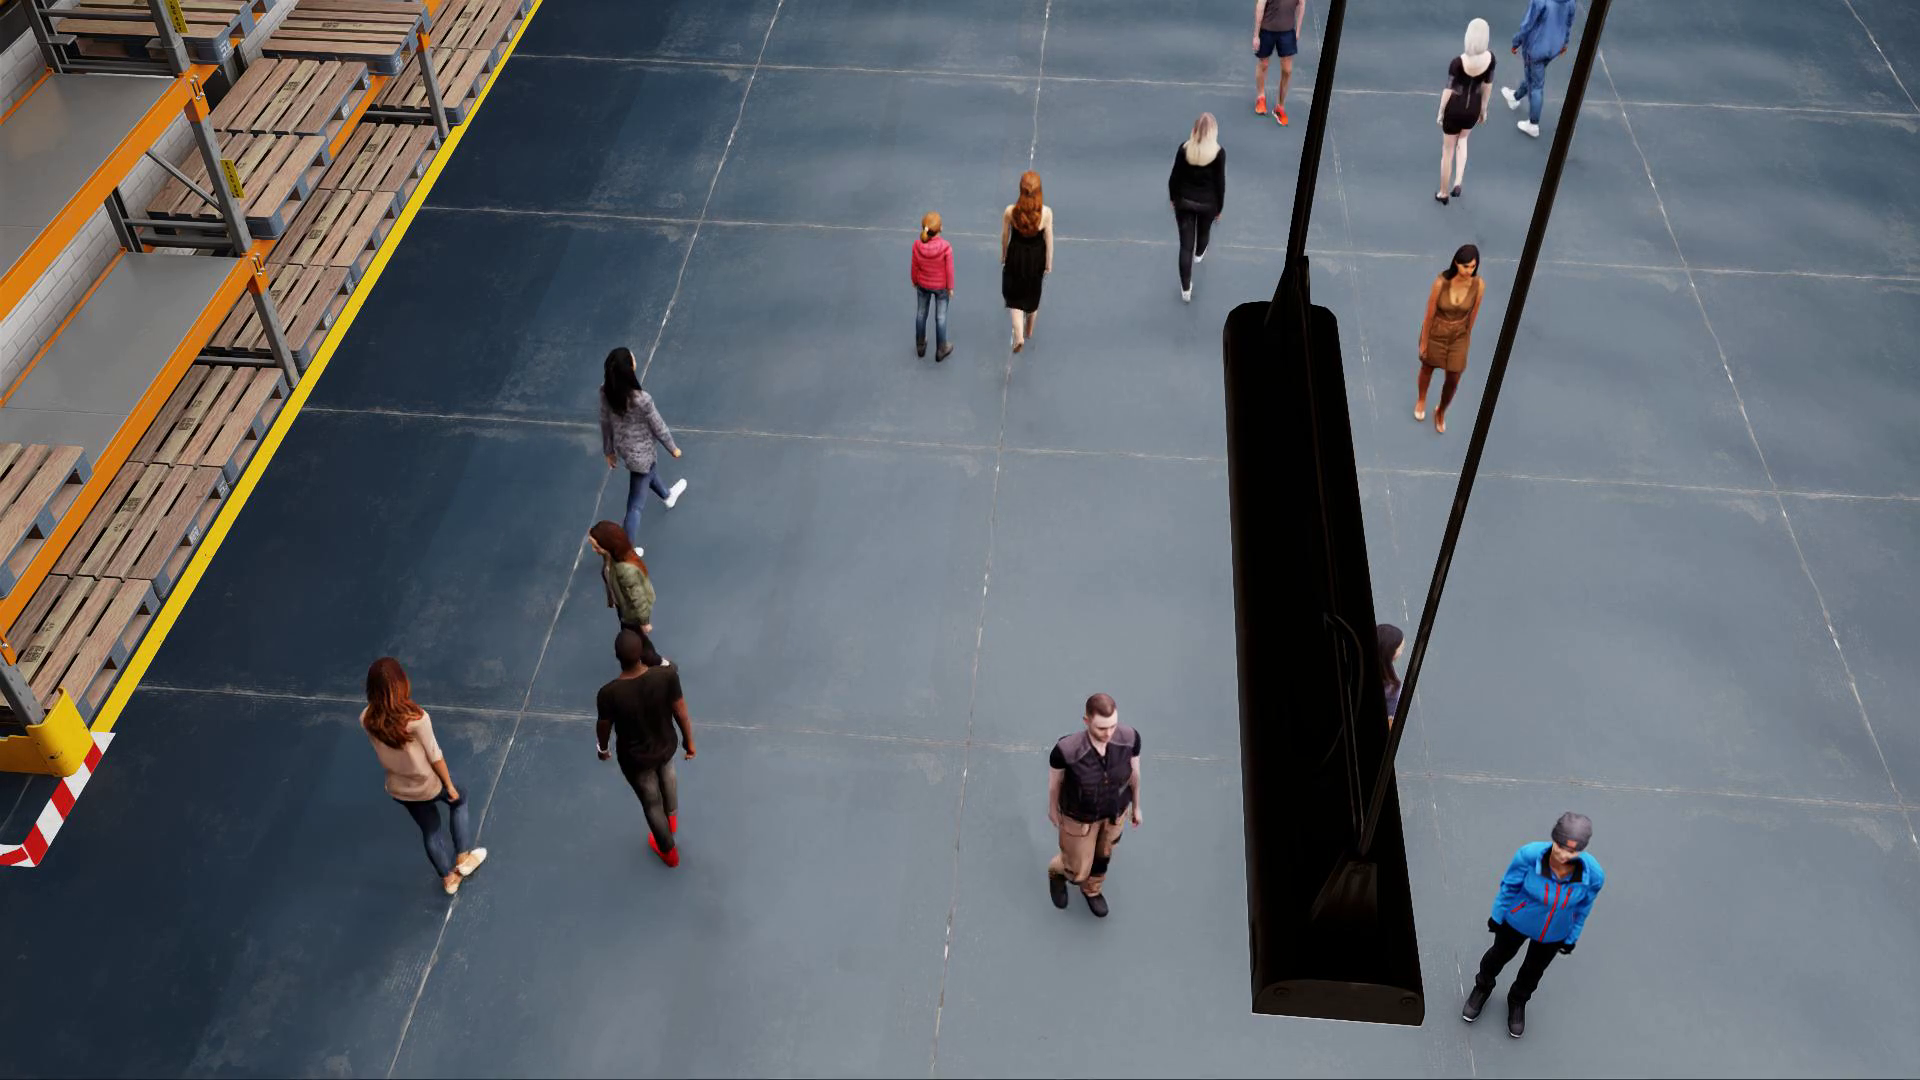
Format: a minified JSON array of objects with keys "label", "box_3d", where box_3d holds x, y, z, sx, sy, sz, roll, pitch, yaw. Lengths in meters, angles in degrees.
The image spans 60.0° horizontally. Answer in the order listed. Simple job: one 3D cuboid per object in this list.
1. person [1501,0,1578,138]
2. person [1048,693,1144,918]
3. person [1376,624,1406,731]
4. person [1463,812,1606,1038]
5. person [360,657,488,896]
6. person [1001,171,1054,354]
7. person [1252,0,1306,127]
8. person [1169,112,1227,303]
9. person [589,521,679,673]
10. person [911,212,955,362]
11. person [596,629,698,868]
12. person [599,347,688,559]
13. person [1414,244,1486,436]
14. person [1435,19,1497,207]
[{"label":"person","box_3d":[5.665,-4.728,16.011,0.978,1.780,1.146,-15,46,-15]},{"label":"person","box_3d":[0.732,1.449,9.492,0.791,1.827,0.805,-13,45,-13]},{"label":"person","box_3d":[2.392,1.139,9.888,0.704,1.731,0.642,-30,51,-27]},{"label":"person","box_3d":[3.077,2.041,8.890,0.673,1.800,0.617,15,46,16]},{"label":"person","box_3d":[-3.132,1.461,9.529,0.611,1.760,0.601,9,44,9]},{"label":"person","box_3d":[0.532,-2.212,13.496,0.642,1.606,0.885,-1,44,-1]},{"label":"person","box_3d":[3.085,-5.049,16.310,0.715,1.831,0.852,0,44,0]},{"label":"person","box_3d":[1.981,-2.769,14.043,0.701,1.657,1.051,7,44,8]},{"label":"person","box_3d":[-2.075,0.415,10.845,0.785,1.458,0.701,-23,48,-23]},{"label":"person","box_3d":[-0.226,-2.066,13.556,0.565,1.311,0.561,14,45,14]},{"label":"person","box_3d":[-1.777,1.280,9.699,0.855,1.787,0.911,-26,49,-25]},{"label":"person","box_3d":[-2.320,-0.550,11.698,0.983,1.678,1.261,23,48,22]},{"label":"person","box_3d":[3.715,-1.612,12.819,0.550,1.671,0.605,3,44,3]},{"label":"person","box_3d":[4.566,-3.798,15.005,0.692,1.820,0.716,-7,44,-7]}]
